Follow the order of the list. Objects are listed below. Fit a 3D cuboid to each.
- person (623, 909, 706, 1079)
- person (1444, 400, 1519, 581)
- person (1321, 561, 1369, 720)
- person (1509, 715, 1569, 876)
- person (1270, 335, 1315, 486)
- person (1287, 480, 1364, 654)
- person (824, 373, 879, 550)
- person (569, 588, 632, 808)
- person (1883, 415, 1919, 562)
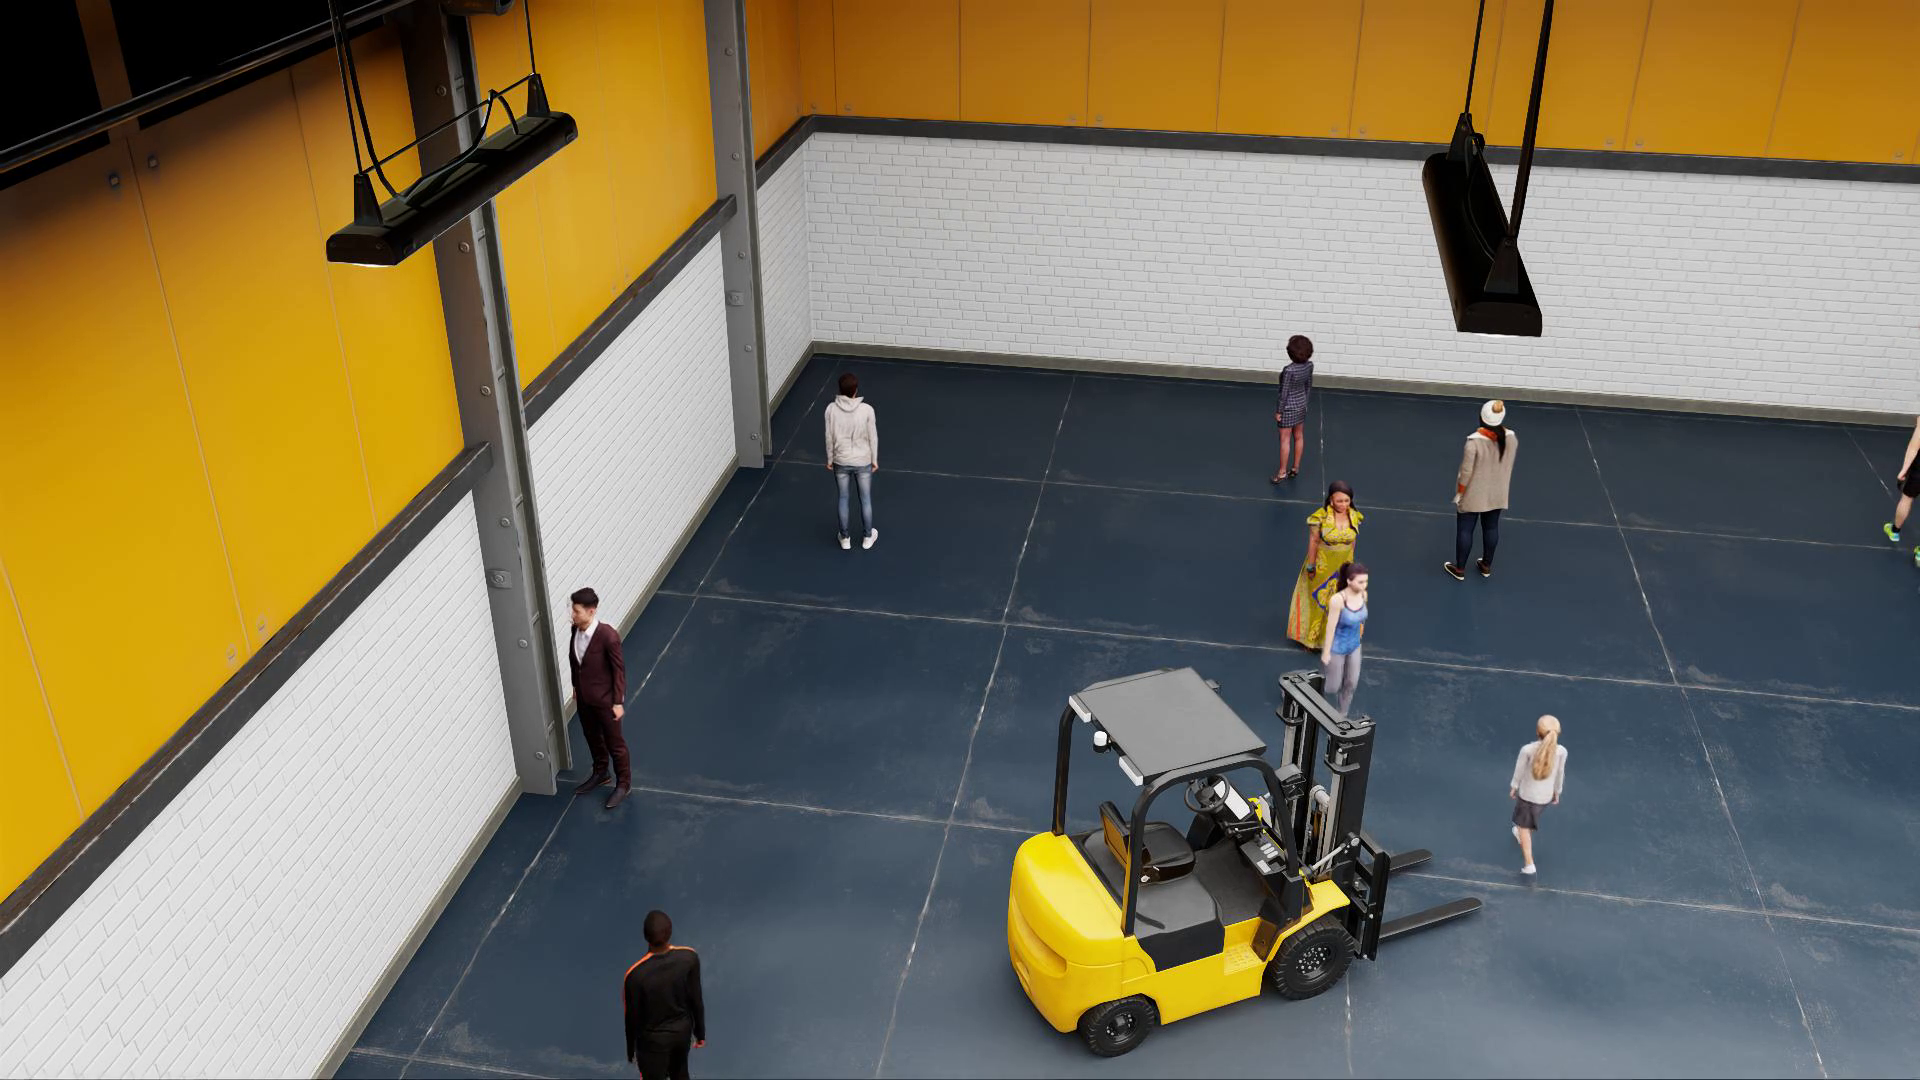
[{"bbox_3d":[-1.686,2.946,9.687,1.018,1.789,1.094,-17,33,-28],"label":"person"},{"bbox_3d":[5.006,-0.502,15.903,0.779,1.890,0.788,-5,29,-10],"label":"person"},{"bbox_3d":[3.099,0.870,13.699,0.865,1.593,0.954,-16,32,-27],"label":"person"},{"bbox_3d":[4.235,1.879,12.202,0.633,1.254,0.911,-1,29,-2],"label":"person"},{"bbox_3d":[3.553,-1.391,17.727,0.691,1.703,0.755,-19,34,-31],"label":"person"},{"bbox_3d":[3.298,0.218,14.822,0.989,1.660,0.985,-9,30,-16],"label":"person"},{"bbox_3d":[-1.074,-0.781,16.454,0.711,1.853,0.641,0,29,-1],"label":"person"},{"bbox_3d":[-2.795,1.183,12.842,0.767,1.864,0.746,18,33,29],"label":"person"},{"bbox_3d":[9.514,-0.676,16.245,0.754,1.868,1.011,7,29,13],"label":"person"}]
